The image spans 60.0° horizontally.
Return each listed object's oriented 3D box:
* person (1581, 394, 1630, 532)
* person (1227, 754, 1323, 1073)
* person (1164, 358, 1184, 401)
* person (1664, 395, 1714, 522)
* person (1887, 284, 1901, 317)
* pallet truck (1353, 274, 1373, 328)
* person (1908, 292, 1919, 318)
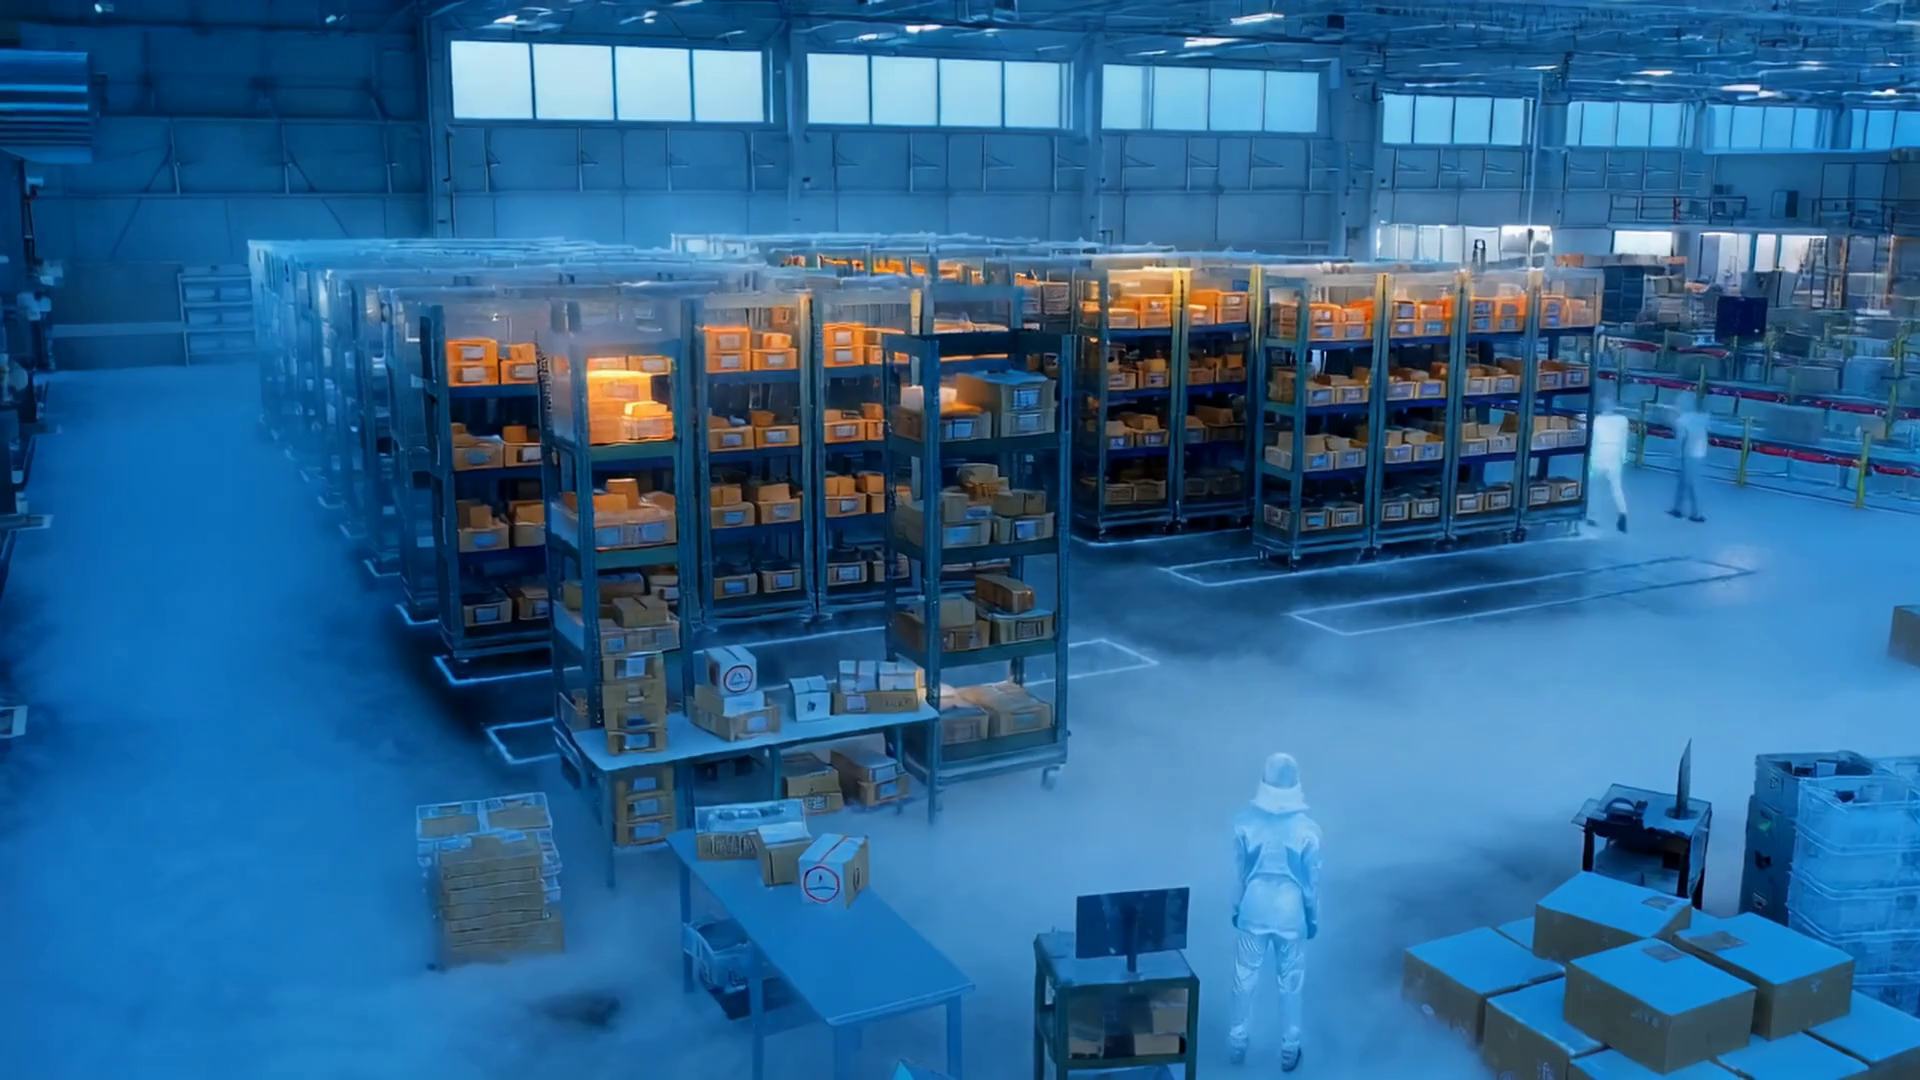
[{"bbox_3d":[8.906,-1.071,22.881,0.650,1.876,0.867,-2,12,-11],"label":"person"},{"bbox_3d":[1.684,1.987,8.923,0.485,1.735,0.343,3,13,16],"label":"person"},{"bbox_3d":[4.001,-2.838,31.335,0.595,1.800,0.867,-5,13,-24],"label":"person"},{"bbox_3d":[10.278,-1.171,23.549,0.660,1.788,0.764,-8,14,-32],"label":"person"},{"bbox_3d":[27.373,-6.582,48.784,0.820,1.824,0.537,8,15,34],"label":"person"},{"bbox_3d":[13.011,-8.050,55.243,0.823,1.965,1.885,-7,14,-28],"label":"pallet truck"},{"bbox_3d":[34.182,-8.702,58.957,0.527,1.721,0.938,-12,17,-44],"label":"person"}]
